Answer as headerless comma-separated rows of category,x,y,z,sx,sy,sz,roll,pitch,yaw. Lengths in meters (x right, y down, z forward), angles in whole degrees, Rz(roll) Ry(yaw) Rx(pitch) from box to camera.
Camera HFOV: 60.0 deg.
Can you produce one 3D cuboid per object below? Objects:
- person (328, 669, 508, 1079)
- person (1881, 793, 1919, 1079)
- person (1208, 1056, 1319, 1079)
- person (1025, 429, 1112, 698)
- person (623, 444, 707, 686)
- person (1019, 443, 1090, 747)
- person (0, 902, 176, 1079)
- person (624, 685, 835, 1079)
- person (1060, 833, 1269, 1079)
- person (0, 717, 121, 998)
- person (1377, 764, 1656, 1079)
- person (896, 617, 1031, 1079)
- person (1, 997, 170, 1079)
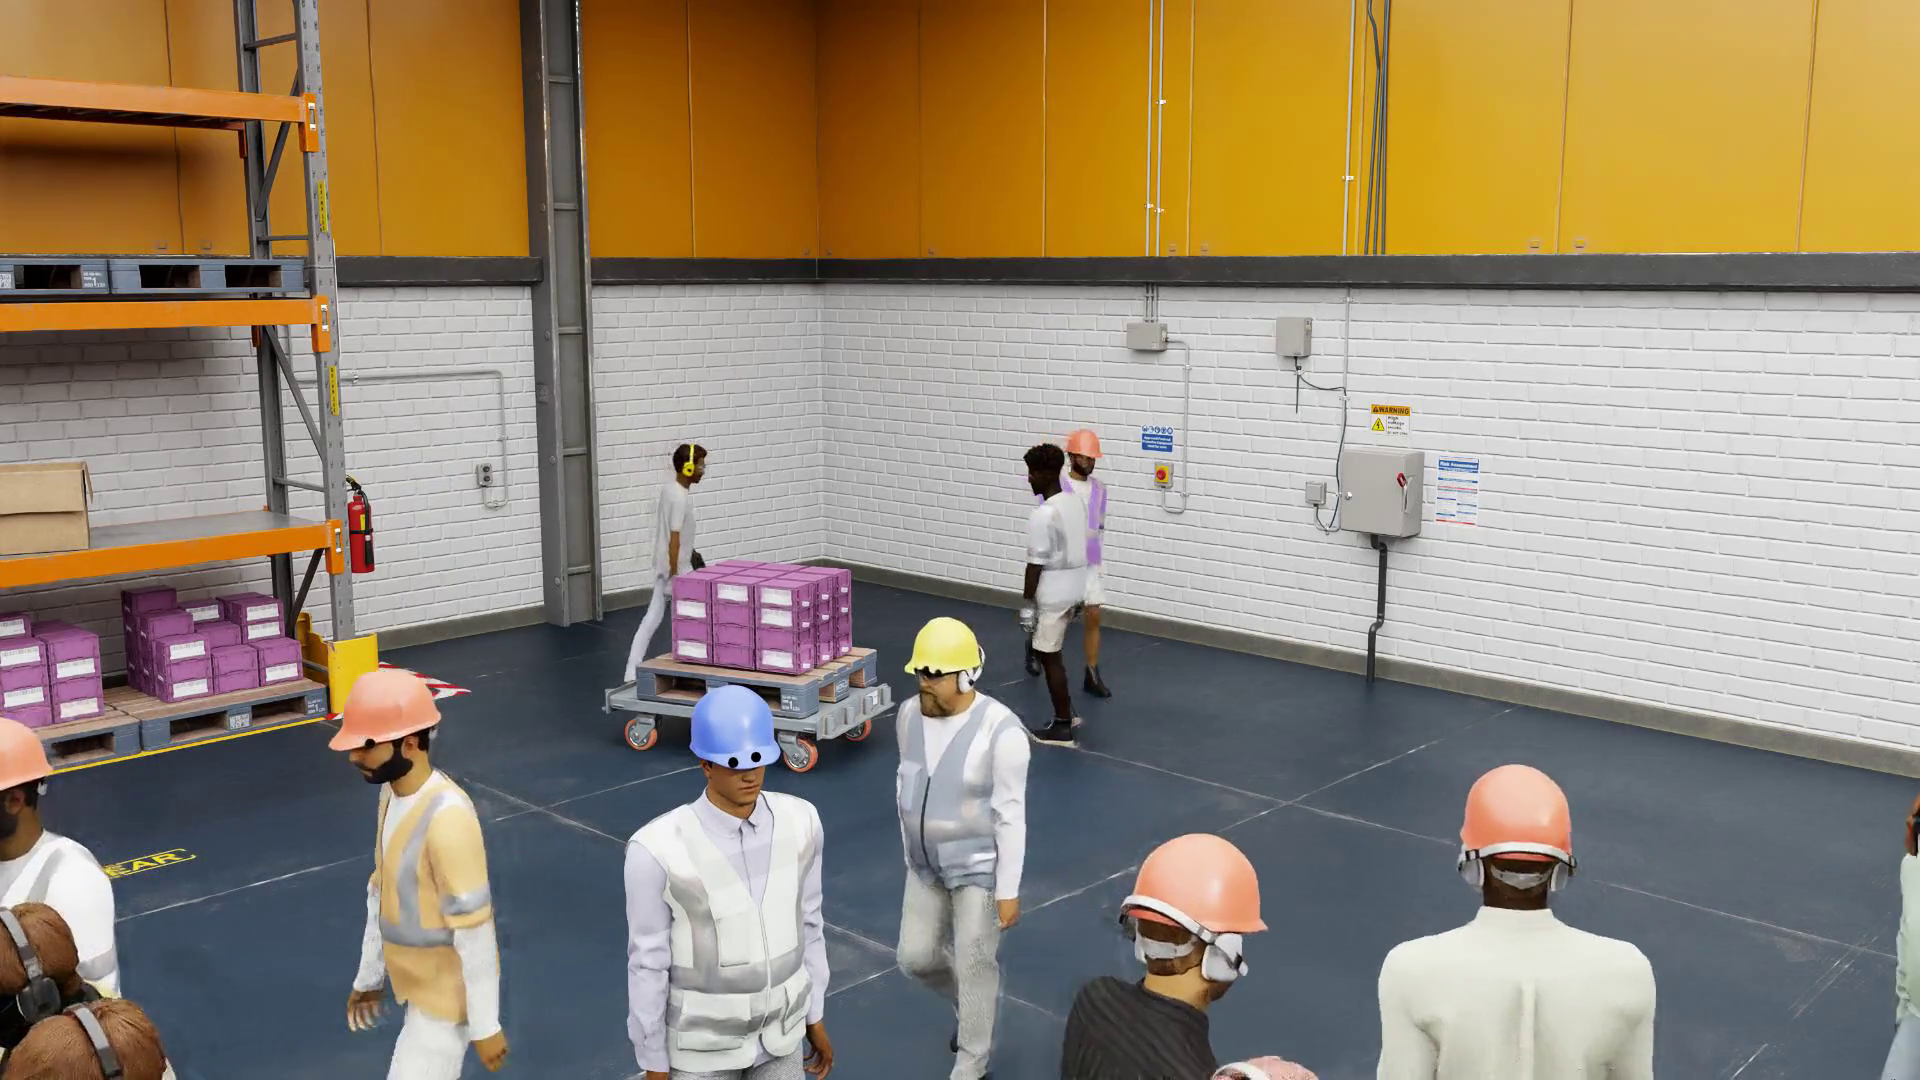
person,-1.553,1.302,4.829,0.458,1.915,0.556,-5,11,-28
person,2.994,1.451,4.882,0.801,1.595,0.532,-1,9,-7
person,0.373,1.708,2.542,0.662,1.912,0.675,-7,11,-35
person,0.787,0.142,11.973,0.555,1.912,0.823,-5,10,-27
person,-1.978,0.216,11.819,1.002,1.803,0.547,-4,10,-23
person,0.567,0.348,10.571,0.475,1.943,0.622,6,11,31
person,-1.806,1.589,3.504,0.953,1.781,0.633,-9,13,-42
person,-0.609,1.337,4.509,0.606,1.948,0.391,-8,12,-39
person,0.288,1.541,3.257,0.875,1.958,0.619,-4,10,-25
person,-2.381,1.384,4.310,0.568,1.916,0.436,7,12,37
person,1.216,1.478,3.623,0.626,1.963,0.915,1,9,5
person,0.013,1.158,6.022,0.607,1.819,0.499,7,12,39
person,-1.374,1.650,3.039,0.784,1.811,0.628,-5,10,-27
